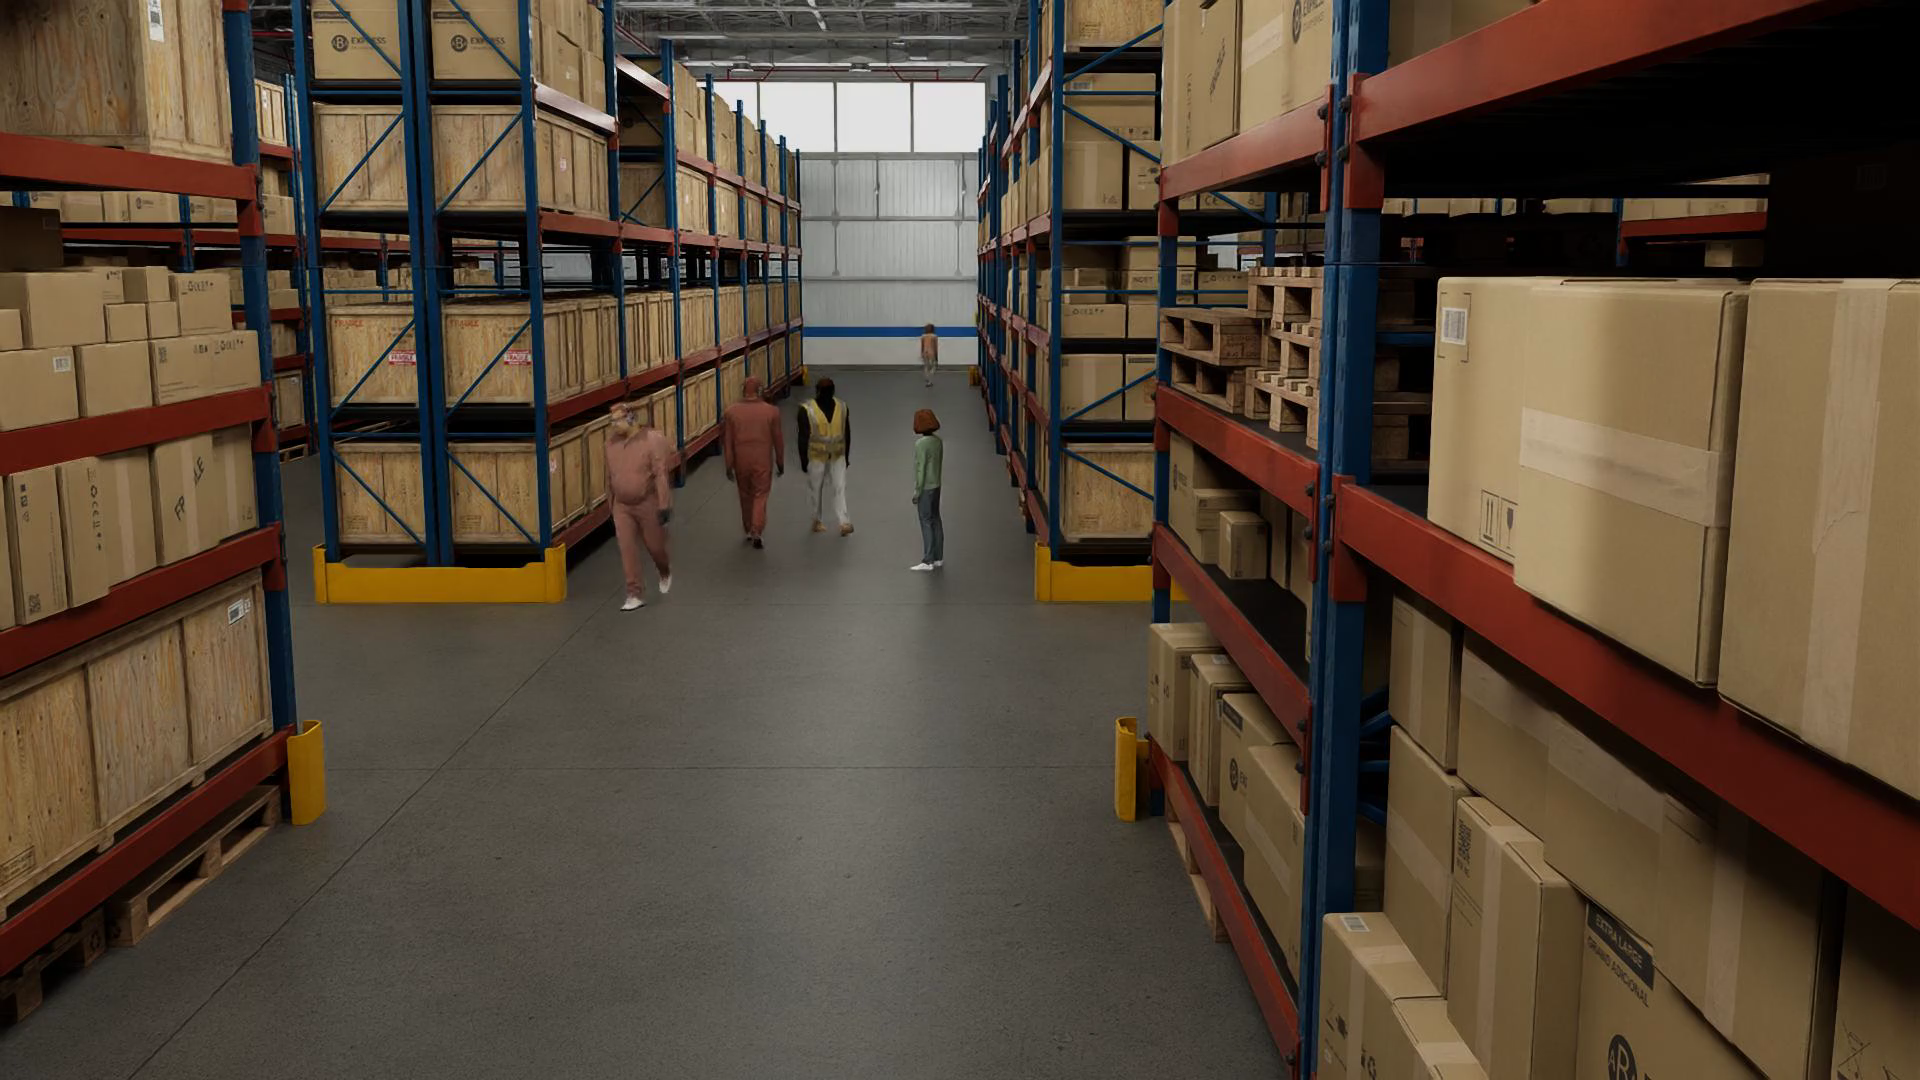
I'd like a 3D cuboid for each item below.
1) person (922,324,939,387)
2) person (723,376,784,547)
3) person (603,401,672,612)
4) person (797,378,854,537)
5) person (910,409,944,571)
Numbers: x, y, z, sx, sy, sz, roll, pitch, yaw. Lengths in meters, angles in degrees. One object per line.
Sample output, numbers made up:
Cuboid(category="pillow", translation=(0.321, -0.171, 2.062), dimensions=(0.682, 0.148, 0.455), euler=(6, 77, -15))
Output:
Cuboid(category="person", translation=(-0.754, -4.771, 42.929), dimensions=(0.544, 1.619, 0.455), euler=(6, 11, 33))
Cuboid(category="person", translation=(-2.272, -0.867, 18.317), dimensions=(0.645, 1.872, 0.987), euler=(0, 9, -3))
Cuboid(category="person", translation=(-2.885, -0.331, 14.992), dimensions=(0.678, 1.863, 0.779), euler=(2, 9, 12))
Cuboid(category="person", translation=(-1.512, -0.933, 18.894), dimensions=(0.658, 1.788, 0.966), euler=(-4, 10, -22))
Cuboid(category="person", translation=(-0.332, -0.501, 16.742), dimensions=(0.266, 1.631, 0.509), euler=(4, 10, 25))
